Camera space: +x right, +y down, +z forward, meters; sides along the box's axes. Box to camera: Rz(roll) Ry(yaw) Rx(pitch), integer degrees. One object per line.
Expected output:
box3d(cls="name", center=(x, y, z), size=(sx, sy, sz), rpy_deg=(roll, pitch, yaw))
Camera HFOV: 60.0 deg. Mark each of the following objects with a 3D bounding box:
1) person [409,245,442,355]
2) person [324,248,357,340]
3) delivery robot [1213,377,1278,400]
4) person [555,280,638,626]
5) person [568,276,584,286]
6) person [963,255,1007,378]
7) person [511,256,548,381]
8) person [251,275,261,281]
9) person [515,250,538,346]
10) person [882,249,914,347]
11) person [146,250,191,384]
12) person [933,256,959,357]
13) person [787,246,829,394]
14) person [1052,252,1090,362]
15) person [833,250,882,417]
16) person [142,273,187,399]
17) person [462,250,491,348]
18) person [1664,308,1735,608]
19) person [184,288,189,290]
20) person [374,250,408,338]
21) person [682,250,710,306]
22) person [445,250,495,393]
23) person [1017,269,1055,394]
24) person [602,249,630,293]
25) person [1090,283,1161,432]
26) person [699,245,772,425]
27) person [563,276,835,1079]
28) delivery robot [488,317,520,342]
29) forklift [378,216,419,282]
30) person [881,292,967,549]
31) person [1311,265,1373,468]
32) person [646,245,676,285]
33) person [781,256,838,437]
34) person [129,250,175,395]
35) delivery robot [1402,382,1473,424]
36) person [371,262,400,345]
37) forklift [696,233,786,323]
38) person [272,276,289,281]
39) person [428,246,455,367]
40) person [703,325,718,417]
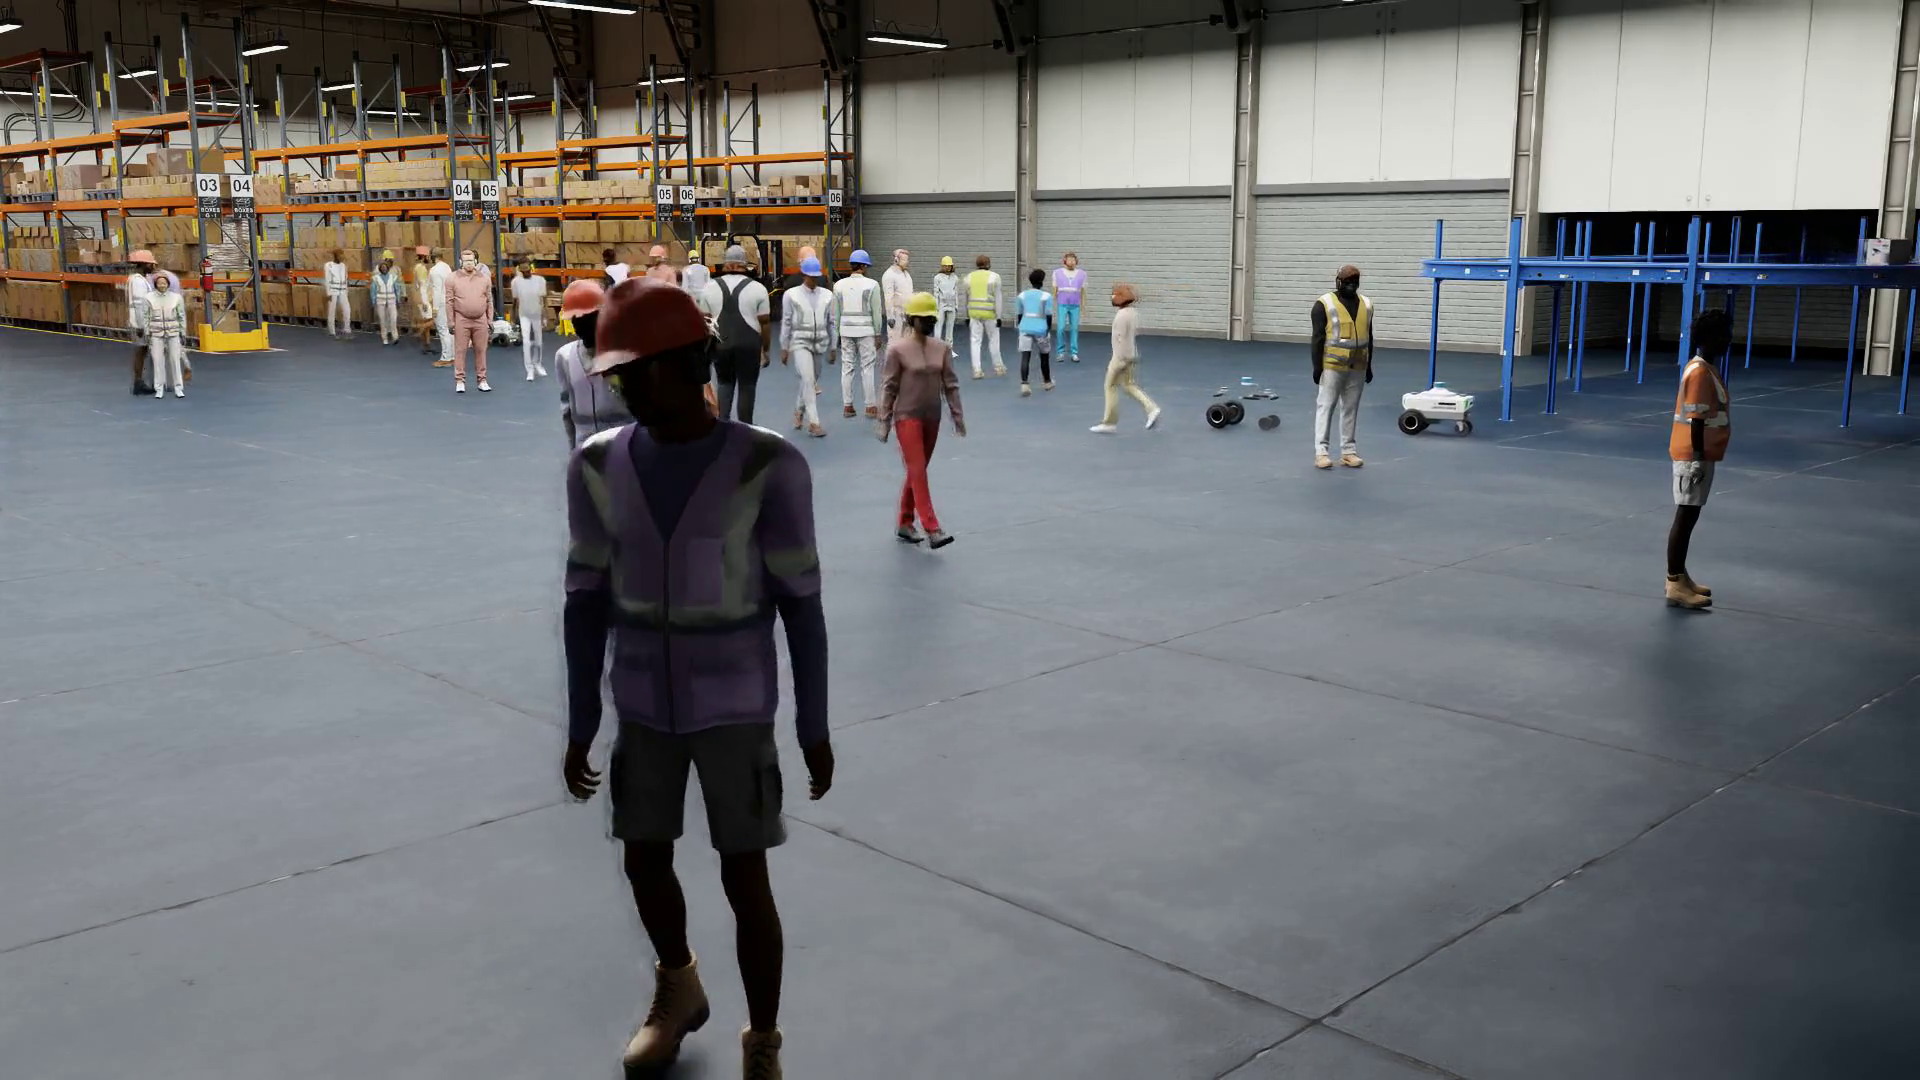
box3d(cls="person", center=(-9.511, -4.253, 29.518), size=(0.449, 1.926, 0.576), rpy_deg=(-4, 11, -19))
box3d(cls="person", center=(-12.548, -4.970, 33.633), size=(0.825, 1.848, 0.614), rpy_deg=(8, 13, 36))
box3d(cls="delivery robot", center=(3.171, -1.688, 18.436), size=(0.698, 0.223, 0.335), rpy_deg=(6, 12, 30))
box3d(cls="person", center=(-1.915, -0.512, 9.290), size=(0.643, 1.878, 1.014), rpy_deg=(2, 11, 9))
box3d(cls="person", center=(-9.949, -6.741, 43.167), size=(0.884, 1.914, 0.558), rpy_deg=(9, 14, 42))
box3d(cls="person", center=(0.387, -3.345, 24.873), size=(0.657, 1.814, 0.771), rpy_deg=(4, 11, 23))
box3d(cls="person", center=(-6.368, -3.291, 24.588), size=(0.510, 1.825, 0.784), rpy_deg=(-3, 11, -17))
box3d(cls="person", center=(-20.216, -7.625, 48.004), size=(0.950, 1.901, 0.635), rpy_deg=(-7, 13, -35))
box3d(cls="person", center=(-8.342, -4.648, 31.969), size=(0.505, 1.827, 0.510), rpy_deg=(5, 12, 26))
box3d(cls="person", center=(-0.866, -3.262, 24.185), size=(0.411, 1.908, 0.643), rpy_deg=(5, 12, 25))
box3d(cls="person", center=(-11.052, -3.053, 23.062), size=(0.634, 1.913, 0.693), rpy_deg=(0, 10, 1))
box3d(cls="person", center=(-0.232, -4.061, 28.984), size=(0.483, 1.745, 0.301), rpy_deg=(-6, 12, -30))
box3d(cls="person", center=(-2.057, -2.976, 22.447), size=(0.621, 1.973, 0.736), rpy_deg=(-7, 12, -33))
box3d(cls="person", center=(1.838, -3.894, 27.890), size=(0.697, 1.821, 0.462), rpy_deg=(-1, 10, -4))
box3d(cls="person", center=(-1.187, -2.413, 19.467), size=(0.605, 1.937, 0.412), rpy_deg=(4, 11, 21))
box3d(cls="person", center=(-10.363, -2.664, 21.692), size=(0.514, 1.629, 0.323), rpy_deg=(-5, 12, -26))
box3d(cls="person", center=(-9.133, -4.530, 31.293), size=(0.621, 1.838, 0.429), rpy_deg=(3, 11, 17))
box3d(cls="person", center=(4.247, -0.478, 9.560), size=(0.316, 1.698, 0.541), rpy_deg=(5, 11, 25))
box3d(cls="person", center=(-22.900, -7.804, 48.763), size=(1.104, 1.982, 0.605), rpy_deg=(-2, 11, -11))
box3d(cls="person", center=(-11.699, -5.059, 34.292), size=(0.922, 1.784, 0.618), rpy_deg=(9, 14, 41))
box3d(cls="person", center=(-5.173, -4.753, 32.545), size=(0.589, 1.822, 0.403), rpy_deg=(-6, 12, -31))
box3d(cls="person", center=(-6.632, -2.966, 22.567), size=(0.642, 1.909, 0.399), rpy_deg=(-6, 12, -29))
box3d(cls="person", center=(1.021, -2.790, 22.274), size=(0.546, 1.644, 0.860), rpy_deg=(4, 11, 22))
box3d(cls="person", center=(-6.375, -4.459, 30.858), size=(0.949, 1.850, 0.678), rpy_deg=(4, 11, 21))
box3d(cls="person", center=(1.803, -1.957, 17.874), size=(0.689, 1.608, 0.507), rpy_deg=(4, 11, 23))
box3d(cls="person", center=(-2.224, -1.931, 16.673), size=(0.704, 2.000, 0.541), rpy_deg=(1, 10, 5))
box3d(cls="person", center=(-0.604, 0.393, 3.999), size=(0.671, 2.016, 0.569), rpy_deg=(2, 11, 13))
box3d(cls="delivery robot", center=(-8.815, -4.037, 31.956), size=(0.707, 0.478, 0.477), rpy_deg=(5, 12, 28))
box3d(cls="forklift", center=(-17.868, -9.201, 54.028), size=(1.873, 2.768, 1.129), rpy_deg=(-10, 14, -44))
box3d(cls="person", center=(-0.216, -0.799, 11.244), size=(0.545, 1.723, 0.901), rpy_deg=(-8, 13, -37))
box3d(cls="person", center=(3.512, -1.587, 15.225), size=(0.634, 1.841, 0.429), rpy_deg=(-3, 11, -18))
box3d(cls="person", center=(-4.907, -3.893, 27.510), size=(0.628, 1.954, 1.003), rpy_deg=(5, 11, 25))
box3d(cls="person", center=(-1.643, -2.096, 17.879), size=(0.615, 1.899, 0.981), rpy_deg=(-6, 12, -29))
box3d(cls="person", center=(-10.828, -2.916, 22.264), size=(0.664, 1.912, 0.547), rpy_deg=(-6, 12, -30))
box3d(cls="delivery robot", center=(5.137, -1.455, 17.874), size=(0.707, 0.478, 0.477), rpy_deg=(5, 11, 25))
box3d(cls="person", center=(-11.035, -4.537, 31.971), size=(0.545, 1.587, 0.861), rpy_deg=(-5, 11, -25))
box3d(cls="forklift", center=(-5.496, -6.489, 41.108), size=(2.313, 2.155, 1.214), rpy_deg=(-10, 14, -44))
box3d(cls="person", center=(-19.810, -7.741, 48.650), size=(0.658, 1.891, 0.457), rpy_deg=(6, 12, 31))
box3d(cls="person", center=(-8.385, -3.771, 26.878), size=(0.379, 1.937, 0.629), rpy_deg=(1, 10, 4))
box3d(cls="person", center=(-1.622, -0.458, 9.678), size=(0.658, 1.614, 0.522), rpy_deg=(1, 10, 7))
